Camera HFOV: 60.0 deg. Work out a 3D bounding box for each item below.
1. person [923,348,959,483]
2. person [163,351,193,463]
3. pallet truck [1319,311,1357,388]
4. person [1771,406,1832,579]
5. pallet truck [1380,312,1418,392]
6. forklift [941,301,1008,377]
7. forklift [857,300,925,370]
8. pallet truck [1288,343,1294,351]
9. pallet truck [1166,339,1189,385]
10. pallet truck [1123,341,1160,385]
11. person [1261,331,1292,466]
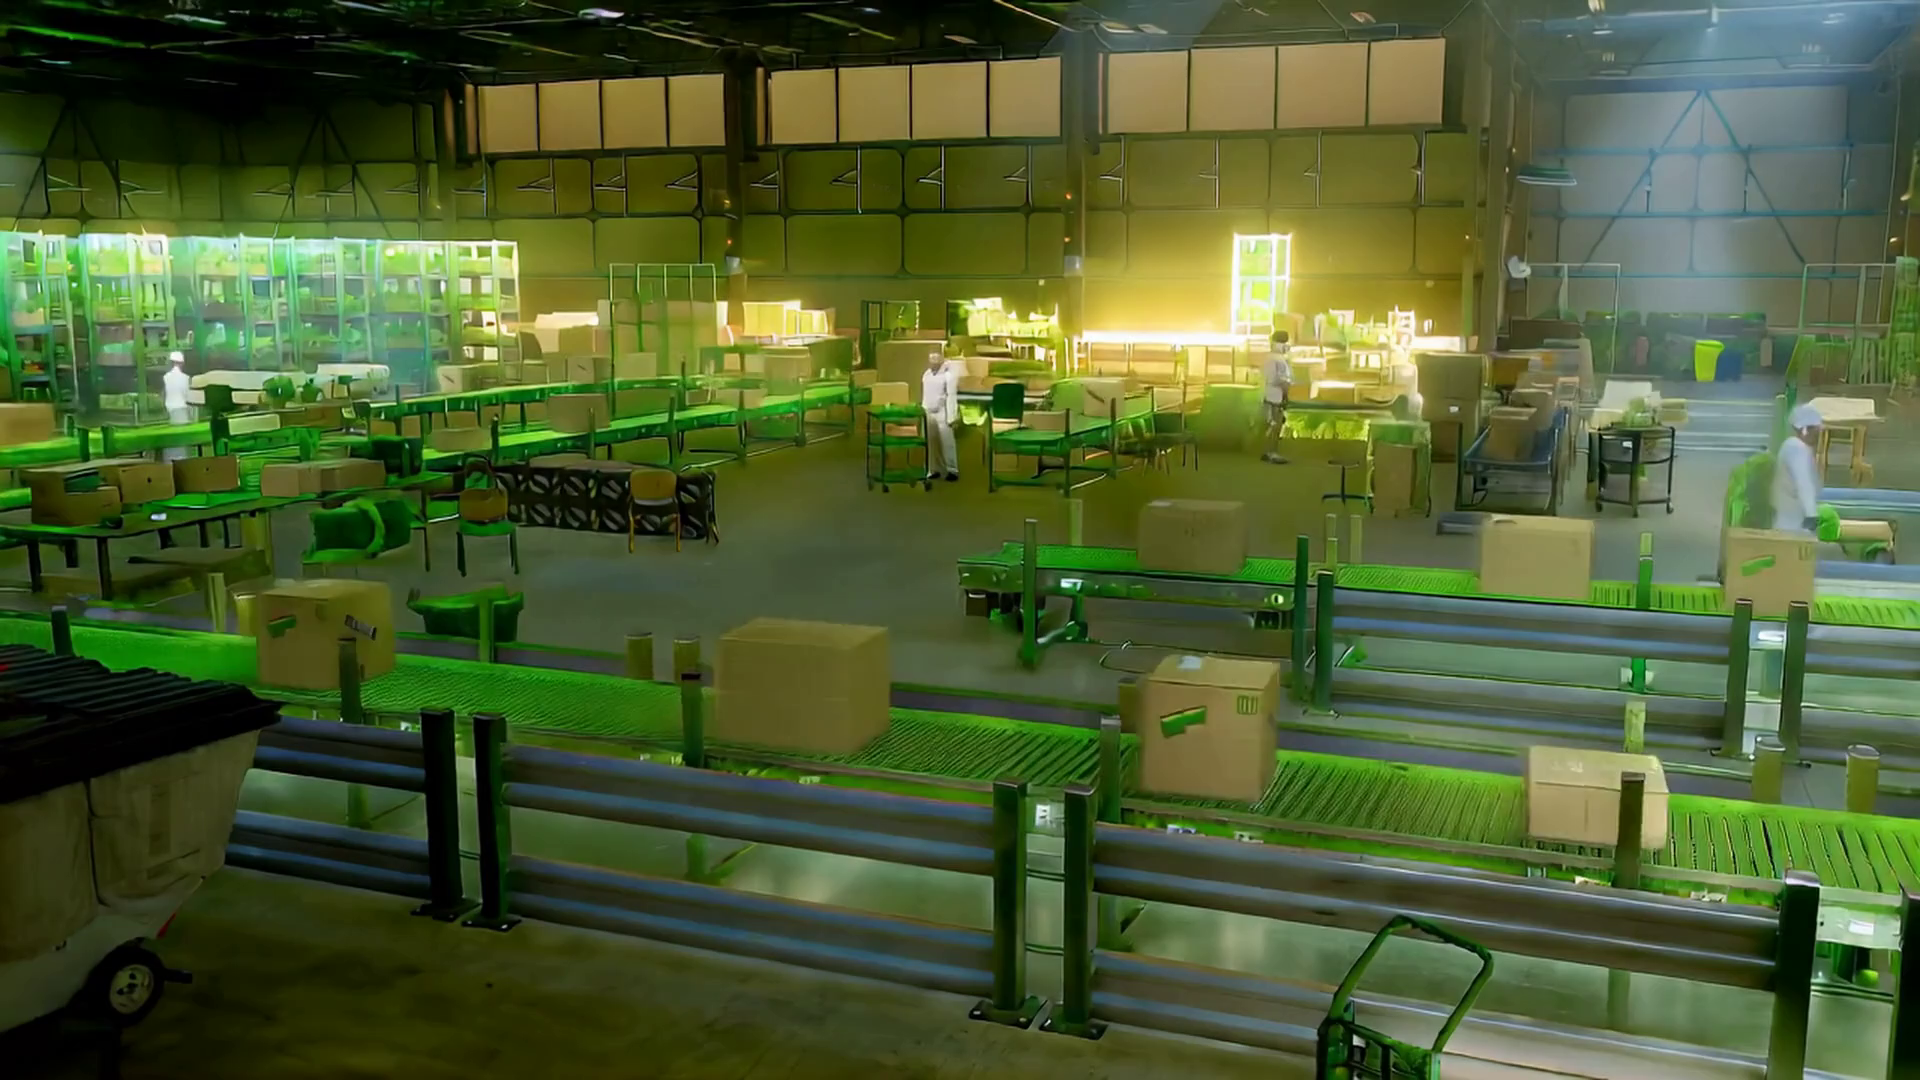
[{"bbox_3d":[-0.293,-1.751,23.368,0.404,1.895,0.662,-8,12,-38],"label":"person"},{"bbox_3d":[-11.976,-2.012,25.386,0.530,1.744,0.746,4,10,25],"label":"person"},{"bbox_3d":[9.071,-4.419,39.190,0.823,1.965,1.885,5,10,26],"label":"pallet truck"},{"bbox_3d":[7.577,-0.306,14.906,0.943,1.778,0.609,4,10,21],"label":"person"},{"bbox_3d":[10.207,-4.283,38.369,0.823,1.965,1.885,3,10,20],"label":"pallet truck"},{"bbox_3d":[0.365,-4.966,41.571,1.157,1.987,2.680,3,10,20],"label":"forklift"},{"bbox_3d":[-1.732,-5.109,42.468,1.157,1.987,2.680,4,10,22],"label":"forklift"},{"bbox_3d":[7.886,-4.163,39.743,0.653,1.274,1.630,4,10,22],"label":"pallet truck"},{"bbox_3d":[5.418,-4.269,40.420,0.704,1.261,1.522,3,10,20],"label":"pallet truck"},{"bbox_3d":[4.445,-4.380,41.279,0.680,1.201,1.601,4,10,22],"label":"pallet truck"},{"bbox_3d":[4.827,-2.141,25.255,0.395,2.038,0.615,-4,10,-21],"label":"person"}]
